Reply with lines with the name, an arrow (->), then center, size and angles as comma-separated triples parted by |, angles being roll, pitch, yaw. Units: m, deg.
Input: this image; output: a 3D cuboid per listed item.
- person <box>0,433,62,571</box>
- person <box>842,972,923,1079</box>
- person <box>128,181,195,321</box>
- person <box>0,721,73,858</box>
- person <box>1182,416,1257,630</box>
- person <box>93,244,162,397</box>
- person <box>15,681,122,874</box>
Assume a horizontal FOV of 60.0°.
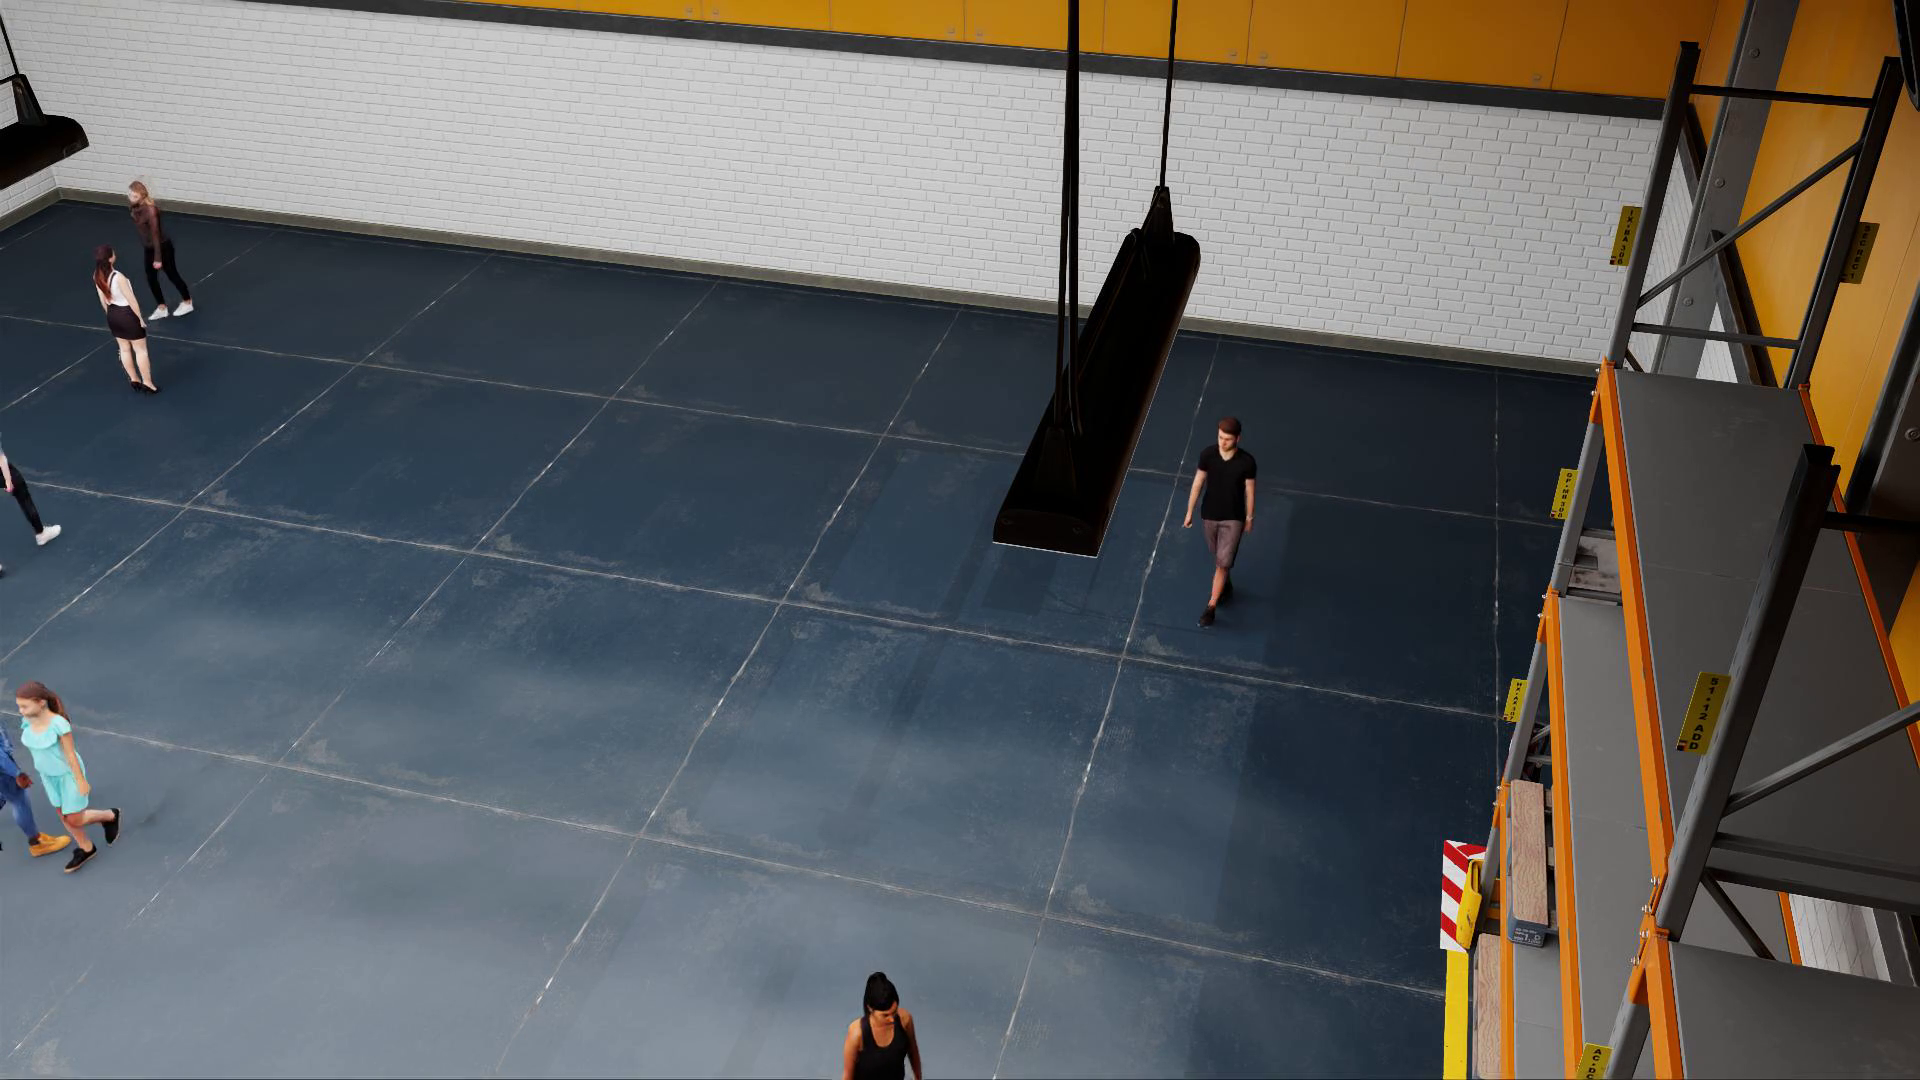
person -> -8.465, -0.505, 14.467 | 0.577, 1.710, 1.119 | 8, 34, 12
person -> -0.500, 2.982, 9.301 | 1.114, 1.621, 1.080 | -23, 40, -30
person -> -8.961, -3.268, 18.659 | 0.787, 1.672, 0.867 | 29, 43, 36
person -> -6.674, 1.565, 11.361 | 0.968, 1.701, 0.878 | -25, 41, -32
person -> 2.258, -0.250, 13.974 | 0.870, 1.833, 1.098 | 19, 38, 26
person -> -8.642, -2.275, 17.185 | 0.556, 1.650, 0.517 | 8, 34, 11
person -> -6.138, 1.579, 11.477 | 0.593, 1.550, 0.736 | 12, 35, 17
